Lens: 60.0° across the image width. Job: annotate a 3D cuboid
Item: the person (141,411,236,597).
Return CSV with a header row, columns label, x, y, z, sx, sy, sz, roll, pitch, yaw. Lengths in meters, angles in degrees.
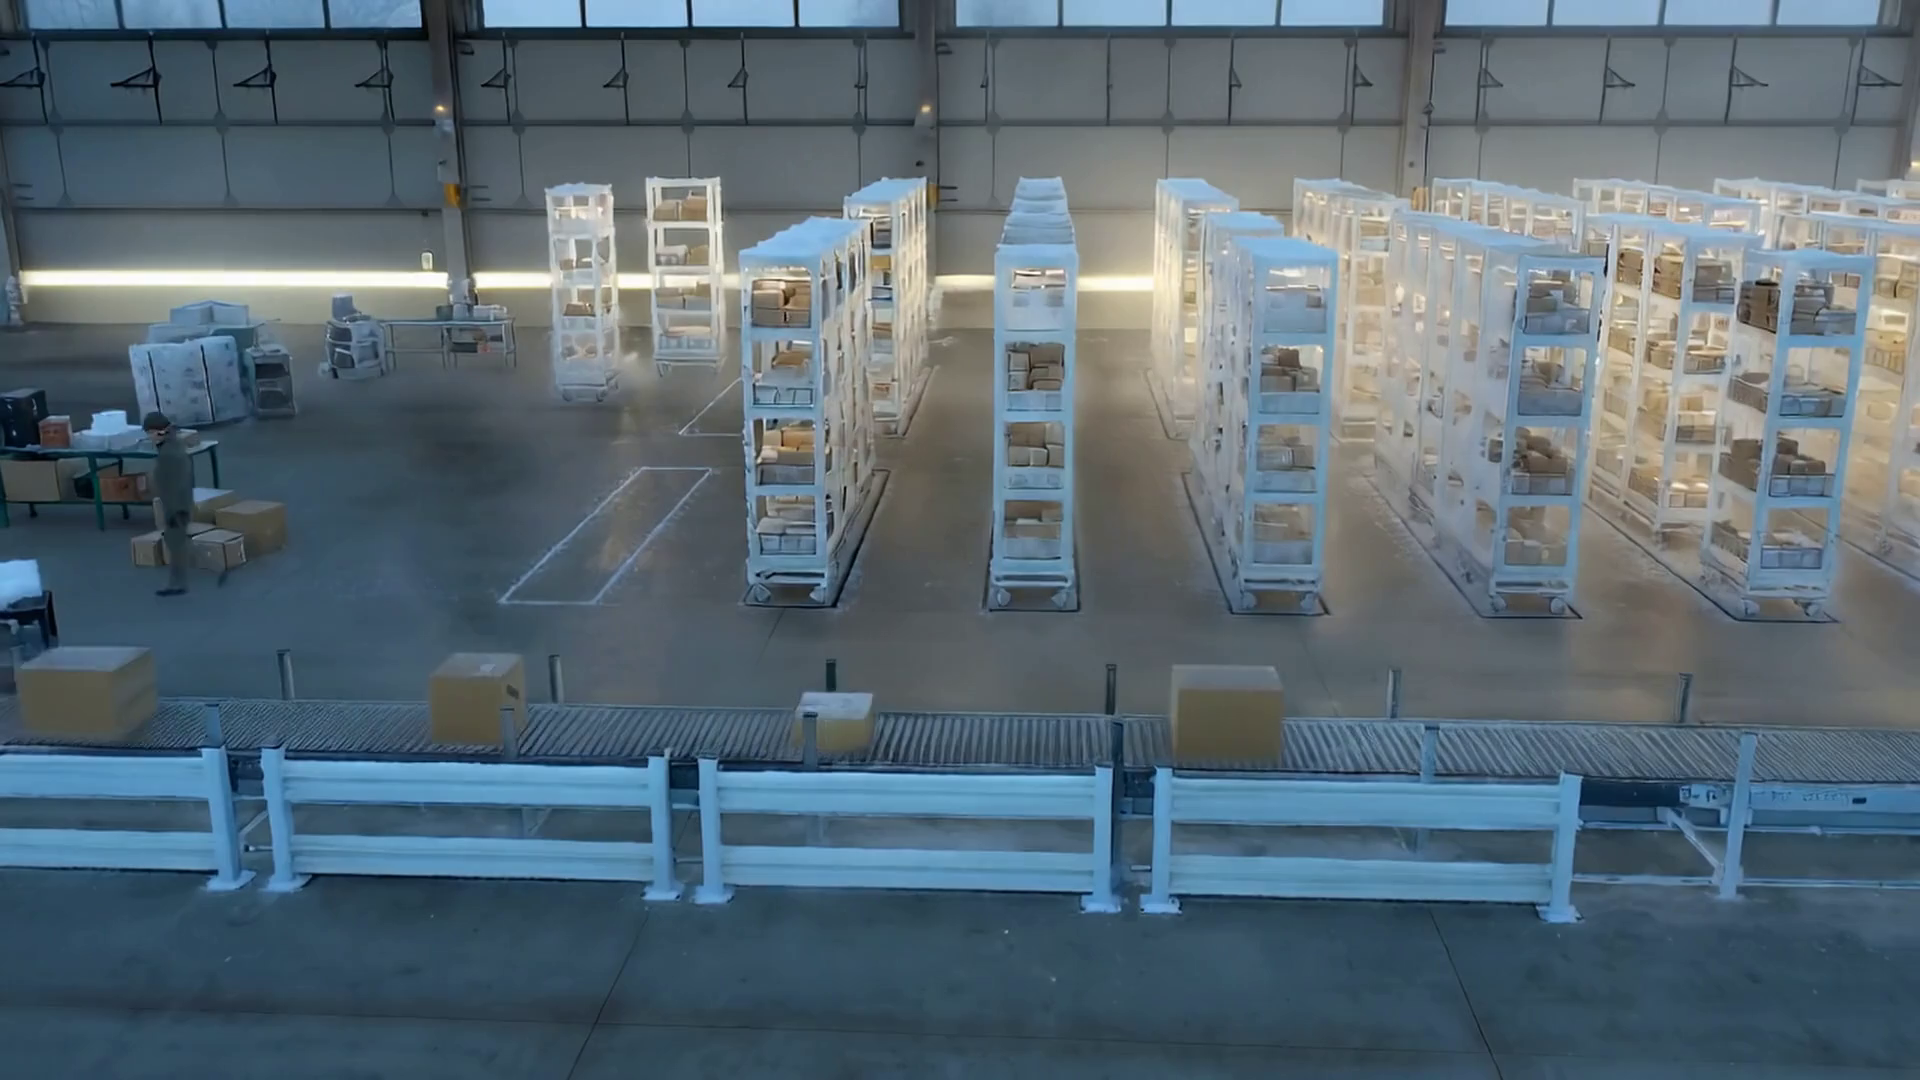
label,x,y,z,sx,sy,sz,roll,pitch,yaw
person,-7.996,-0.367,17.202,0.740,1.955,0.634,-3,15,-12
